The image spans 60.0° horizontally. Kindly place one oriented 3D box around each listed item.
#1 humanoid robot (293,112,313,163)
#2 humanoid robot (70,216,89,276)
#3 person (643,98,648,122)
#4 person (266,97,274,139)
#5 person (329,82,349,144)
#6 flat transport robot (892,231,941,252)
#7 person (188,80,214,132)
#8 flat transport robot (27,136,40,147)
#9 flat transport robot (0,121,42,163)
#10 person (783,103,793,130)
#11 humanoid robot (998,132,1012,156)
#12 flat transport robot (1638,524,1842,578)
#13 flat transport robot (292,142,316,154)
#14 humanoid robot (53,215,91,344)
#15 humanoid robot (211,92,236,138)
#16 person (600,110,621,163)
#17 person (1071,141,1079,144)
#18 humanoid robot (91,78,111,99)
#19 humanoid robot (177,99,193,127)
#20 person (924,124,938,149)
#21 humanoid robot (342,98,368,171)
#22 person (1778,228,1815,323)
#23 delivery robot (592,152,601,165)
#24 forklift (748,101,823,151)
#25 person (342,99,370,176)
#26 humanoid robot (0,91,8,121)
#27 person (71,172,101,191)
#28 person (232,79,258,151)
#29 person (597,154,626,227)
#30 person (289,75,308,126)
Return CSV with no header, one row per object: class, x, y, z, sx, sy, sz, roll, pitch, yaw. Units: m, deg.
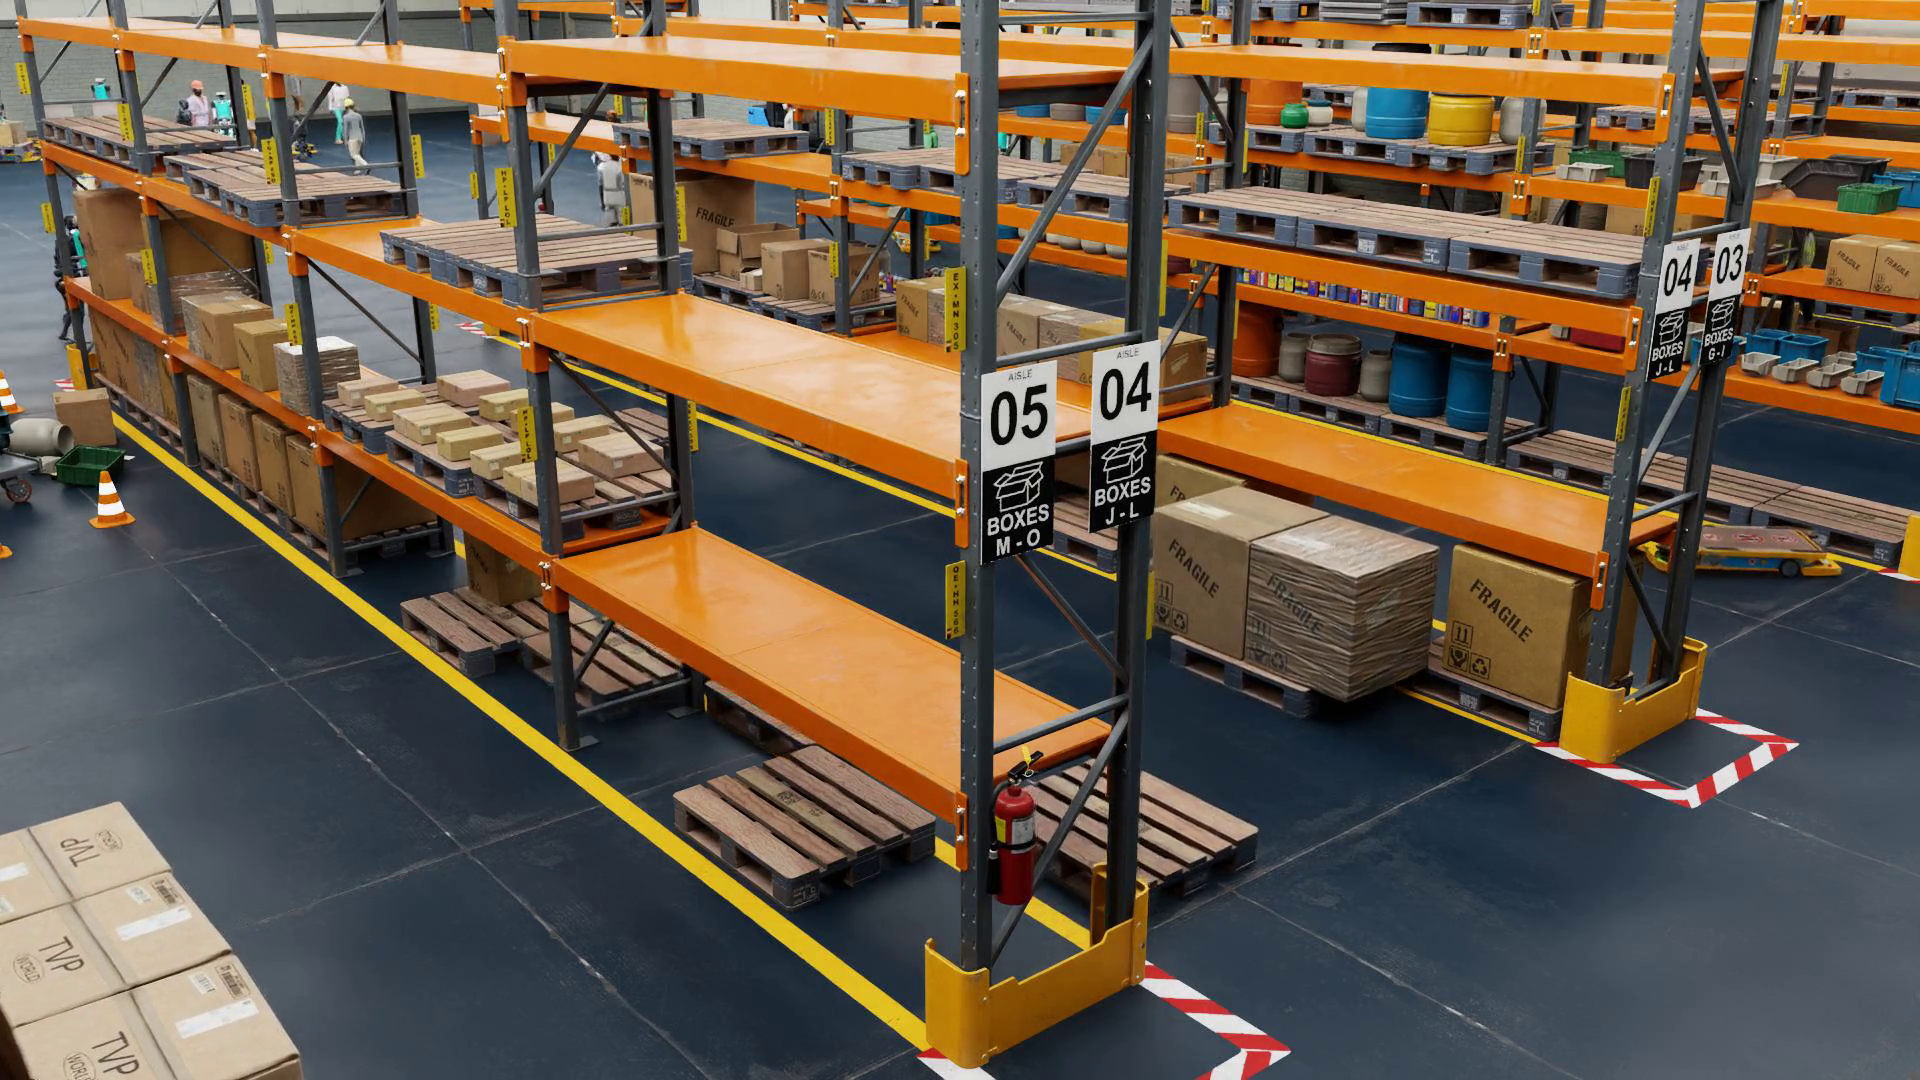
humanoid robot,-13.943,-8.237,35.263,0.349,1.647,0.602,-3,20,-9
humanoid robot,-10.572,-3.146,20.763,0.750,1.833,0.549,-12,23,-31
person,-7.665,-10.548,41.442,0.521,1.940,0.931,-6,20,-17
person,-18.557,-11.628,44.885,0.321,1.688,0.528,-8,21,-20
person,-16.382,-11.395,43.992,0.955,1.864,0.524,17,26,40
flat transport robot,-0.766,-5.172,28.656,0.659,0.231,1.431,-3,20,-9
person,-17.998,-9.902,39.508,0.844,2.001,0.633,4,20,10
flat transport robot,-24.147,-10.527,43.897,0.659,0.231,1.431,5,20,14
flat transport robot,-23.192,-9.312,40.437,1.431,0.231,0.659,-5,20,-14
person,-3.689,-8.745,36.374,0.378,1.895,0.561,-5,20,-13
humanoid robot,0.667,-7.445,32.897,0.699,1.768,0.533,-12,23,-30
flat transport robot,6.396,0.085,13.694,1.431,0.231,0.659,2,19,5
flat transport robot,-16.955,-9.960,42.281,0.659,0.231,1.431,-16,25,-37
humanoid robot,-11.406,-3.341,21.323,0.614,1.632,0.423,7,21,20
humanoid robot,-17.109,-9.459,38.745,0.532,1.849,0.741,-5,20,-15
person,-6.914,-7.625,33.202,0.572,1.884,0.360,-13,23,-32
person,2.216,-6.836,31.199,0.556,1.741,0.703,-3,20,-9
humanoid robot,-22.598,-11.415,44.279,0.537,1.770,1.034,4,20,11
humanoid robot,-17.982,-9.406,38.638,0.774,1.620,0.595,4,20,10
person,-0.617,-7.552,33.231,0.478,1.733,0.317,13,23,32
humanoid robot,-14.023,-9.398,38.564,0.588,1.658,0.326,1,19,3
person,10.951,-3.414,21.527,0.552,1.662,0.805,-16,25,-37
delivery robot,-8.472,-9.255,39.819,0.499,0.577,0.769,-12,23,-31
forklift,-4.526,-11.368,42.374,1.129,2.768,1.873,-15,24,-37
person,-13.576,-9.040,37.435,0.622,1.735,0.540,10,22,26
humanoid robot,-24.579,-10.796,42.512,0.531,1.829,0.682,-1,19,-3
person,-15.794,-6.509,30.053,0.558,1.862,0.561,6,20,17
person,-18.081,-10.735,42.116,0.799,1.841,0.416,9,21,25
person,-5.595,-5.497,27.039,0.601,1.954,0.481,8,21,22
person,-19.326,-12.982,48.492,0.469,1.858,0.549,-18,26,-42
